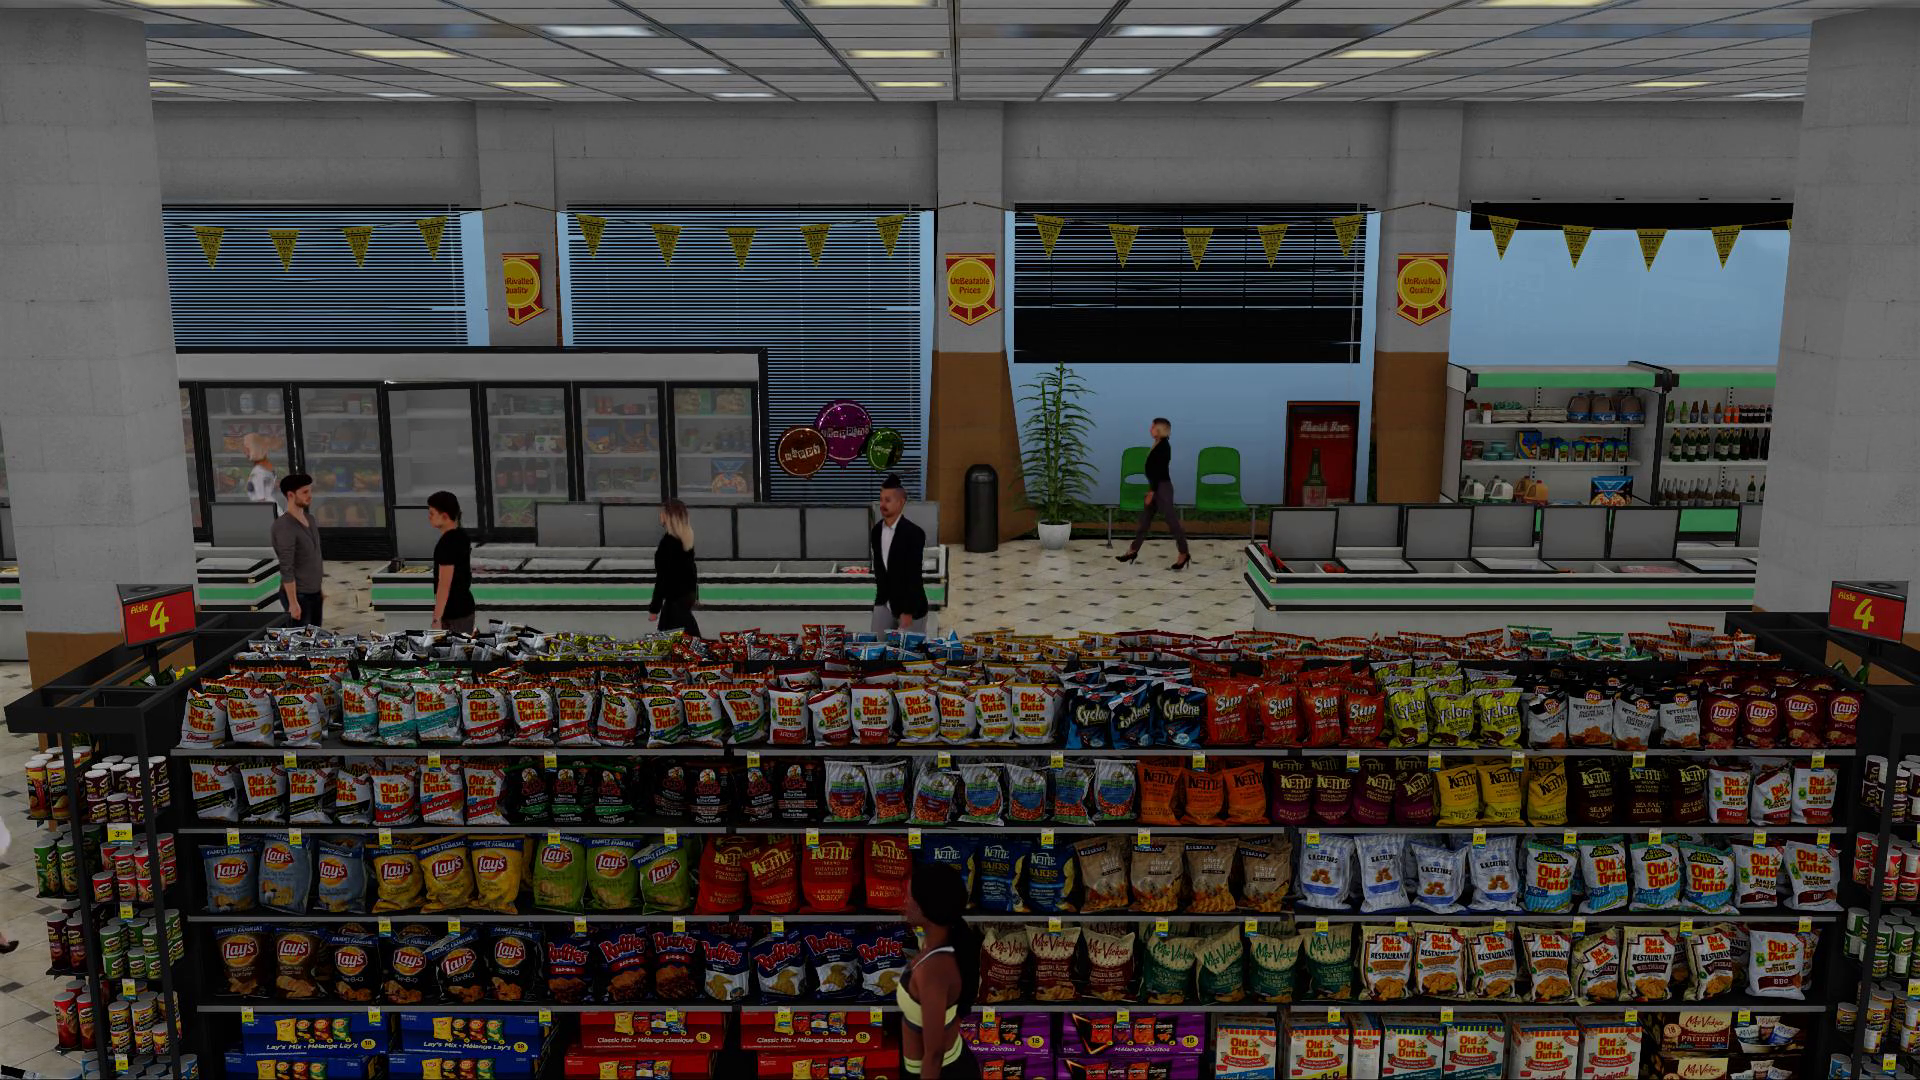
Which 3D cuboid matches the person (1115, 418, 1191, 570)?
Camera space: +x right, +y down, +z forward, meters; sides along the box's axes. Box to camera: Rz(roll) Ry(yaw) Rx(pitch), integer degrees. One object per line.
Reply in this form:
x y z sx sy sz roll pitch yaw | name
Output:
2.244 -0.455 17.787 1.002 1.630 0.597 0 12 0 | person

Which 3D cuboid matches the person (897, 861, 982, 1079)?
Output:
-0.051 1.977 5.936 0.589 1.755 0.614 3 12 16 | person

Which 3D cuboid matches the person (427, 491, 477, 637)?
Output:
-3.734 0.537 12.528 0.665 1.855 0.754 -2 12 -10 | person

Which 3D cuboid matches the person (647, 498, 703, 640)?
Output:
-2.116 0.525 13.097 1.133 1.645 0.733 2 12 8 | person

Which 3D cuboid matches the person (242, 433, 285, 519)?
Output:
-6.678 -0.179 16.223 0.597 1.734 0.566 0 12 -2 | person

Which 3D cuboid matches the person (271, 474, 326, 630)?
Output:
-5.150 0.418 12.984 0.551 1.900 0.658 0 12 1 | person
